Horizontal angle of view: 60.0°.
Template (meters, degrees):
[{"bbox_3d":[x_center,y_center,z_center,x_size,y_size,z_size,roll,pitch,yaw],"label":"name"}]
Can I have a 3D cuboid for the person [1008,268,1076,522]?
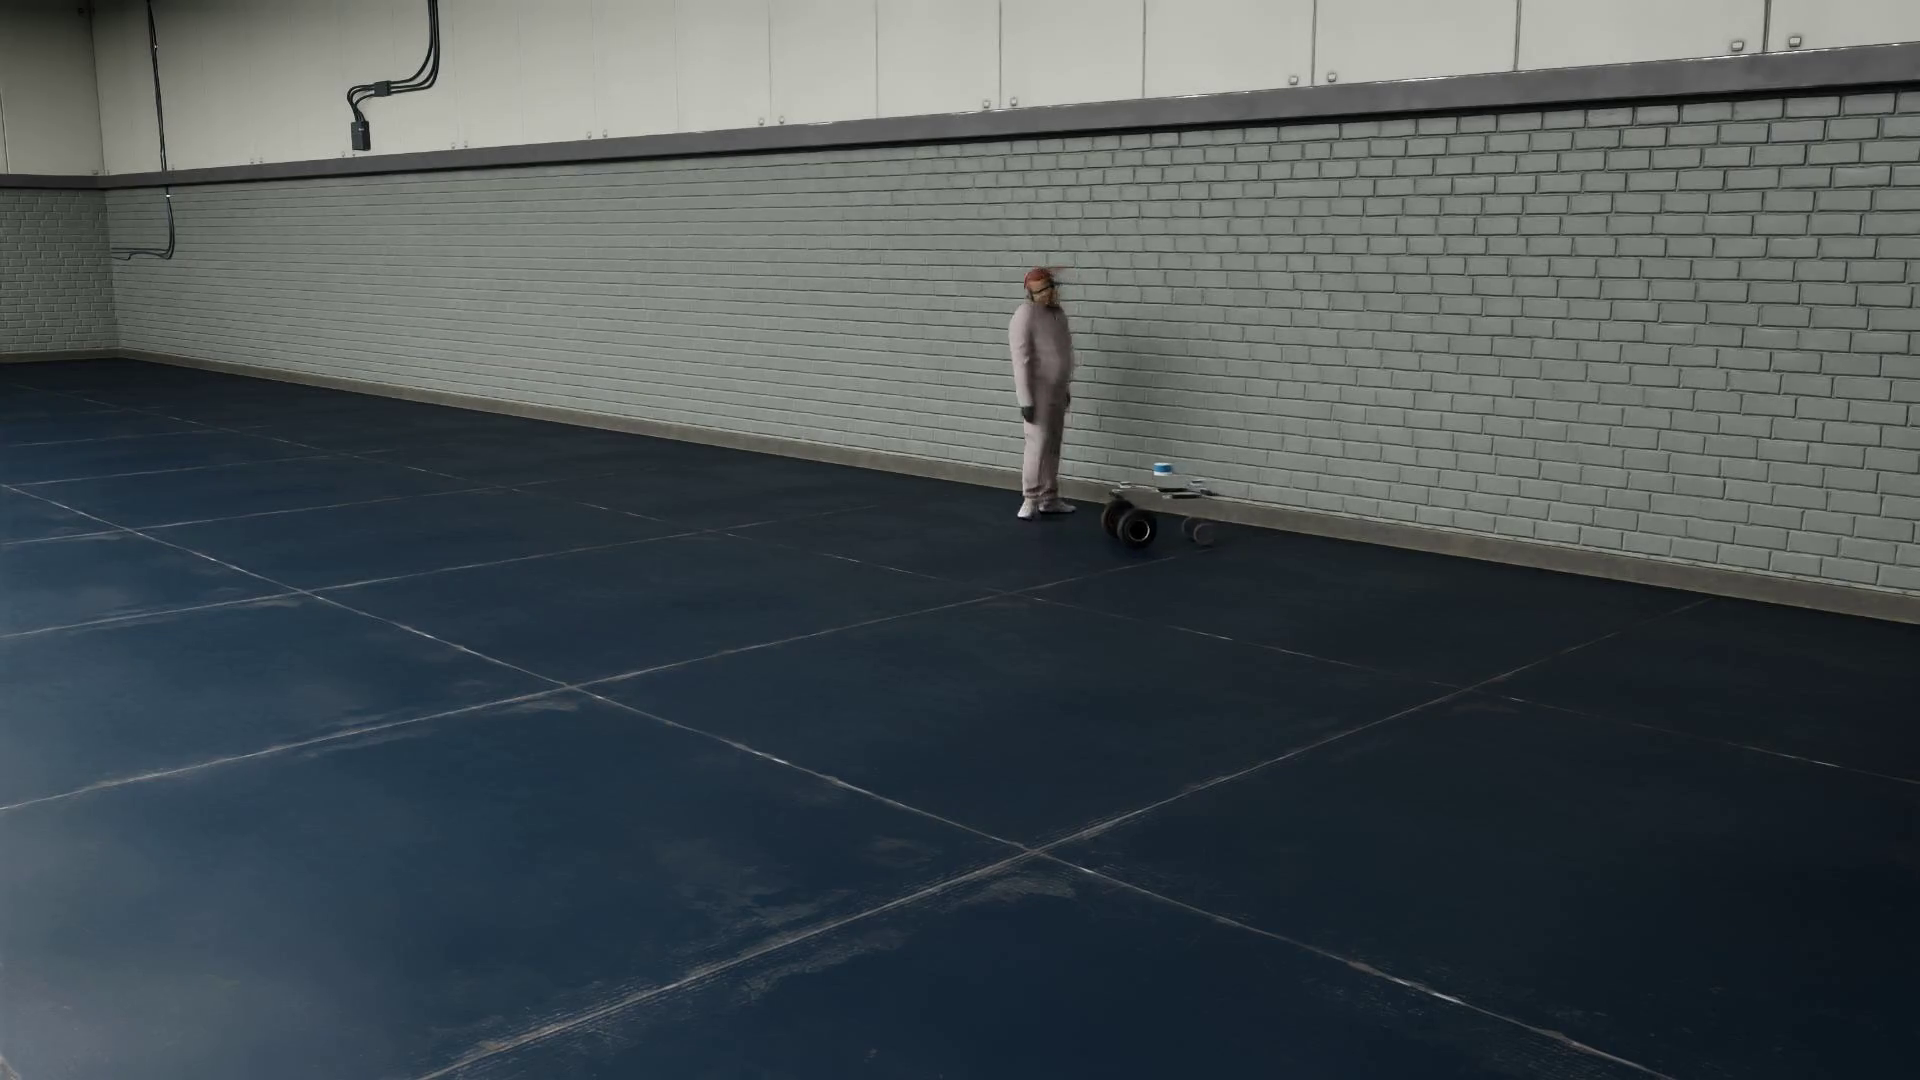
[{"bbox_3d":[0.653,-1.089,12.449,0.397,1.872,0.738,7,12,32],"label":"person"}]

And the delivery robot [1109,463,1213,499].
[{"bbox_3d":[1.391,-0.416,11.503,0.698,0.223,0.335,-2,11,-11],"label":"delivery robot"}]
